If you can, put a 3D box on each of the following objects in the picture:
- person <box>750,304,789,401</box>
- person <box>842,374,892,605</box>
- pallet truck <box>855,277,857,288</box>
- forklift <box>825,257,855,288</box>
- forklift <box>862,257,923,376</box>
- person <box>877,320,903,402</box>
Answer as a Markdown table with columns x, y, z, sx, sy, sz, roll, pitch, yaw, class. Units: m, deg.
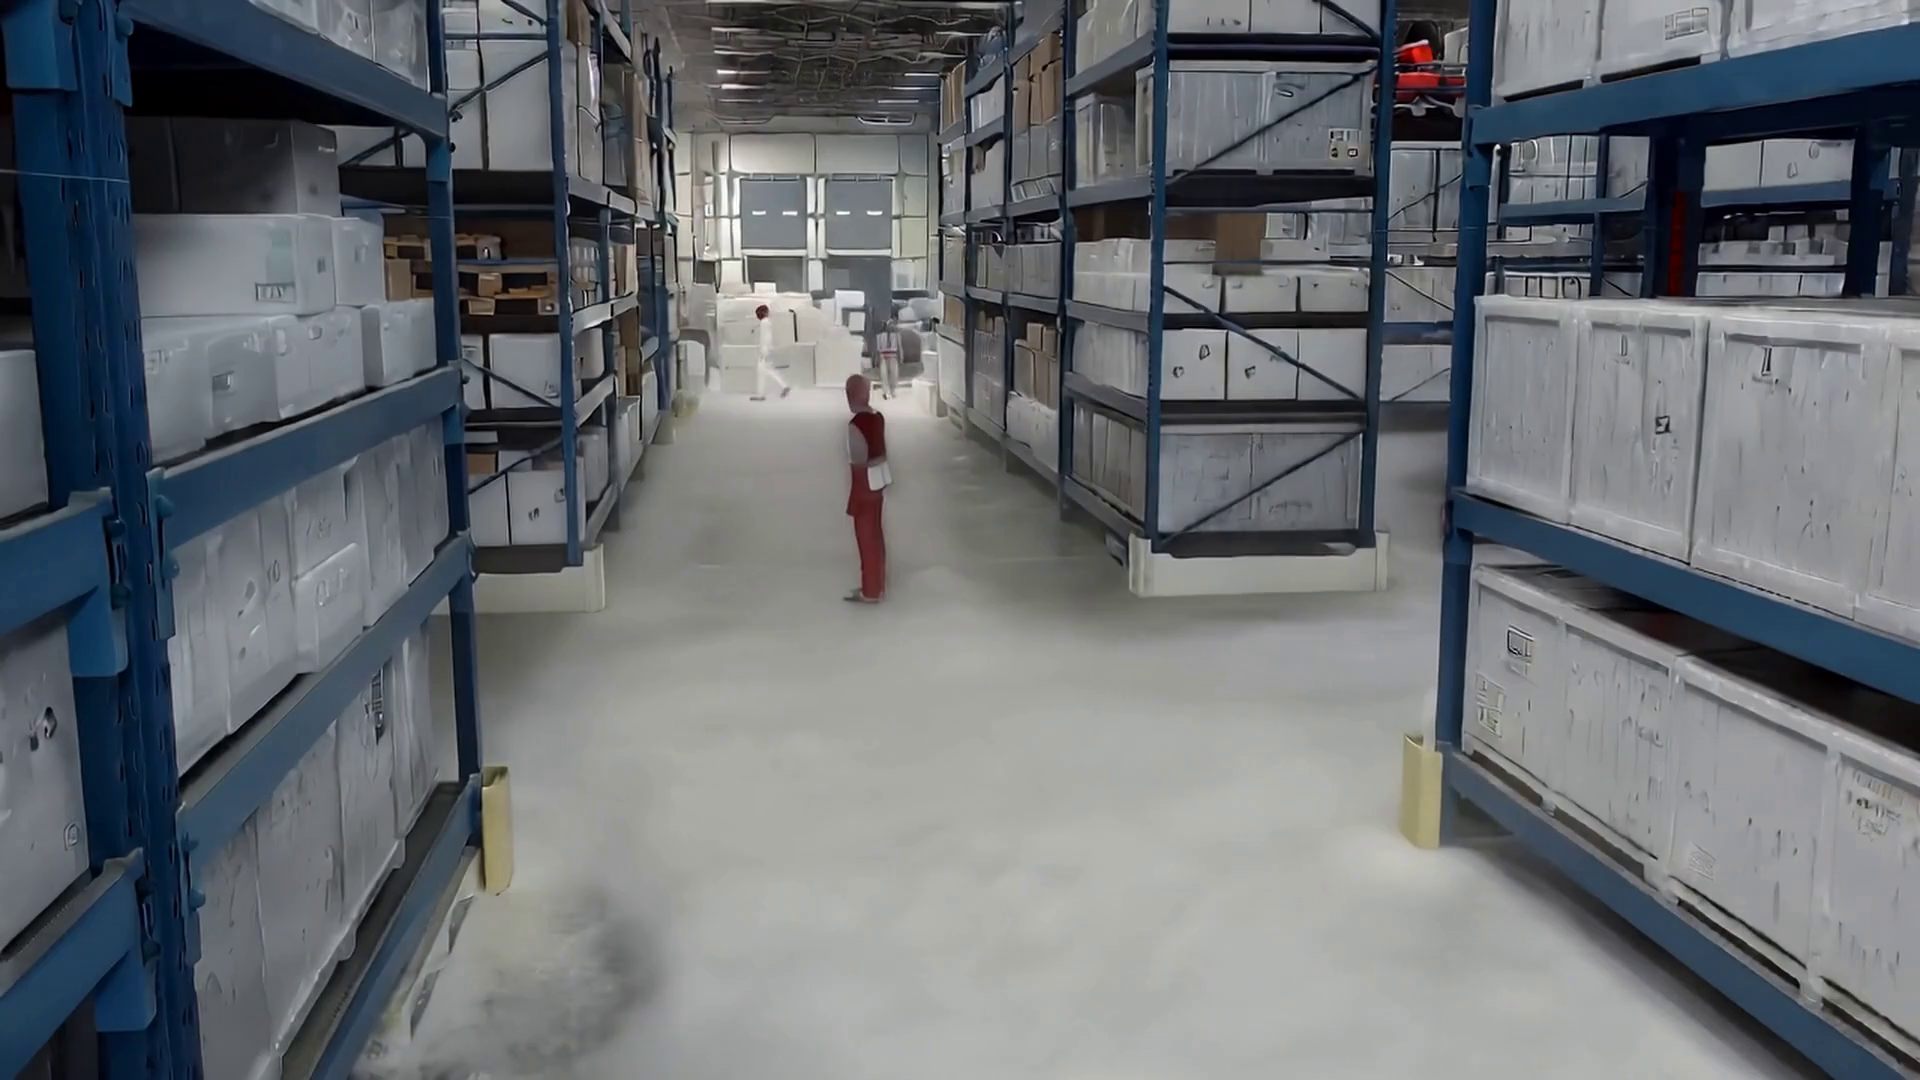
| x | y | z | sx | sy | sz | roll | pitch | yaw | class |
| --- | --- | --- | --- | --- | --- | --- | --- | --- | --- |
| -3.800 | -3.700 | 32.911 | 0.716 | 1.917 | 0.636 | 0 | 10 | 1 | person |
| -0.777 | -0.414 | 13.792 | 0.393 | 1.913 | 0.590 | 3 | 10 | 14 | person |
| -3.782 | -9.391 | 65.808 | 1.885 | 1.965 | 0.823 | 2 | 10 | 10 | pallet truck |
| -3.492 | -6.850 | 48.444 | 1.129 | 2.768 | 1.873 | -1 | 10 | -7 | forklift |
| -1.865 | -5.324 | 39.560 | 1.873 | 2.768 | 1.129 | -1 | 10 | -7 | forklift |
| -1.381 | -3.556 | 32.977 | 0.524 | 1.606 | 0.829 | 1 | 10 | 6 | person |
